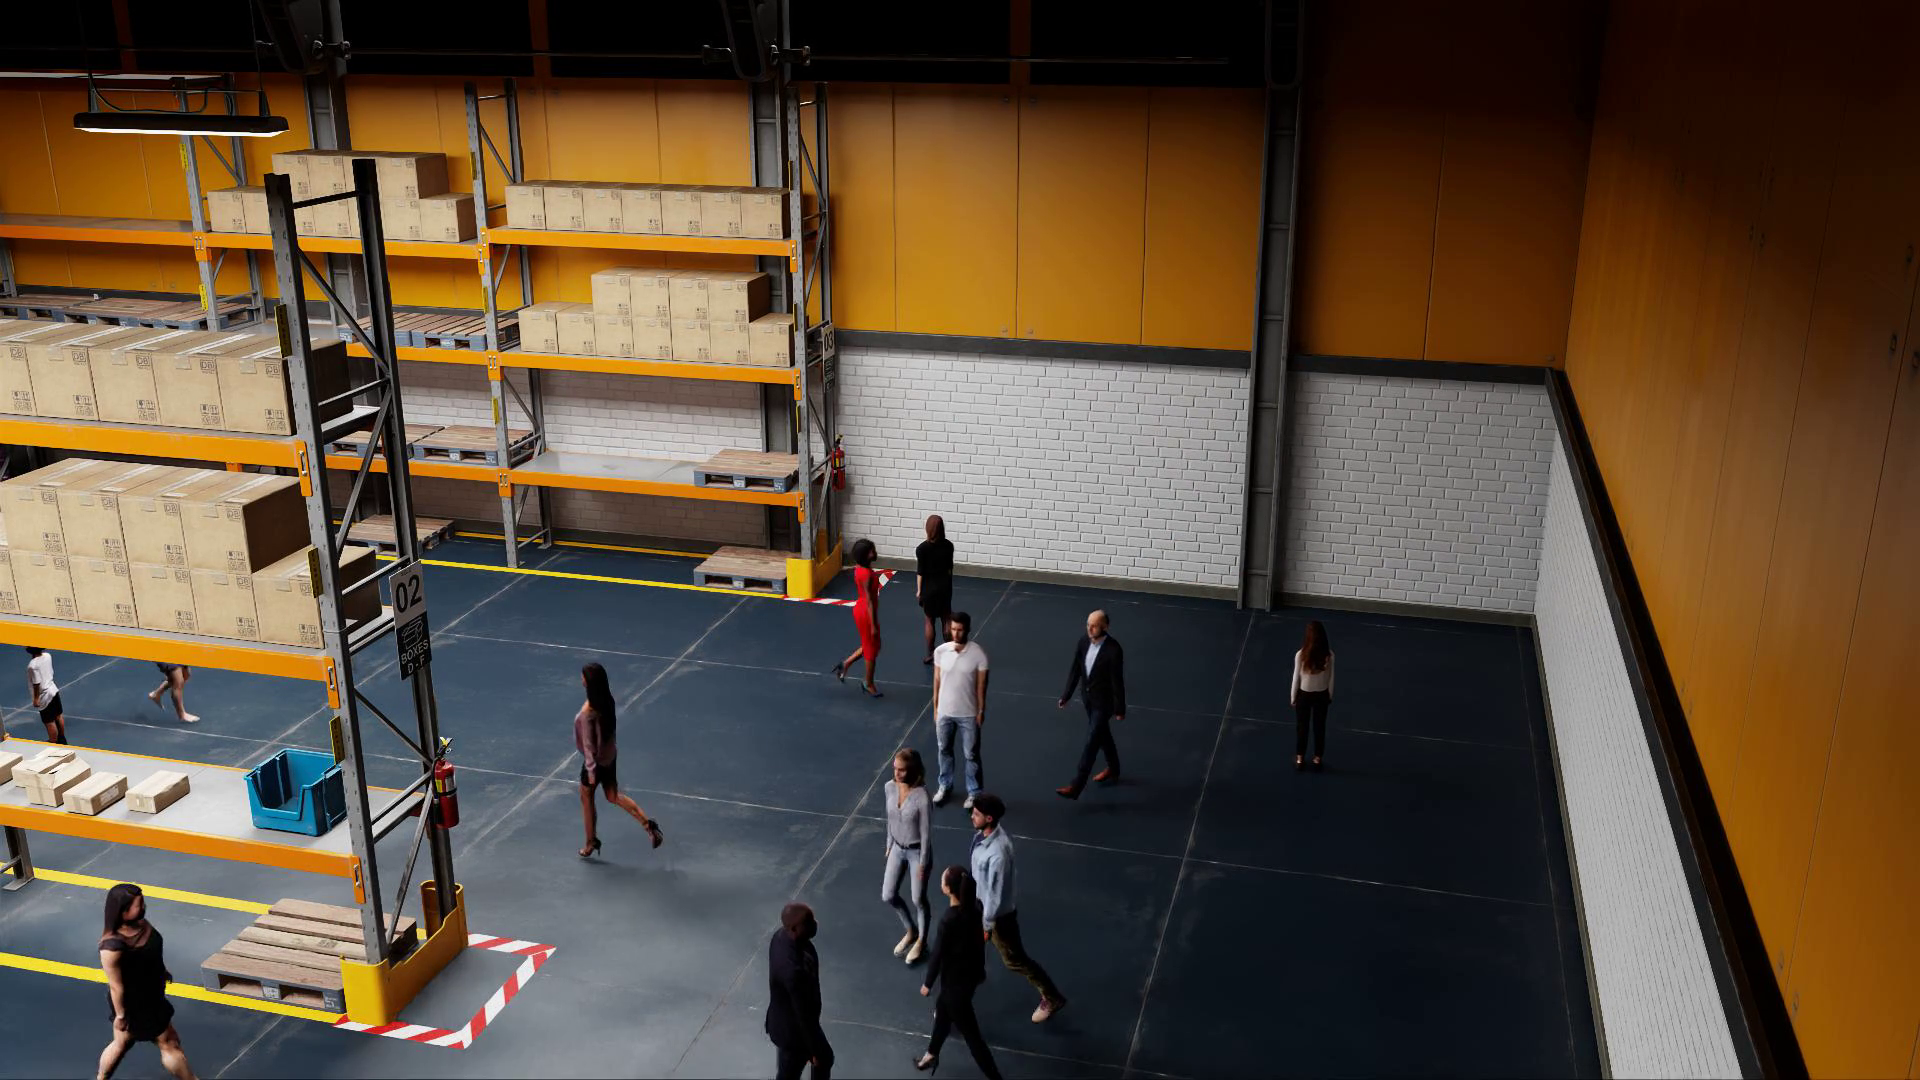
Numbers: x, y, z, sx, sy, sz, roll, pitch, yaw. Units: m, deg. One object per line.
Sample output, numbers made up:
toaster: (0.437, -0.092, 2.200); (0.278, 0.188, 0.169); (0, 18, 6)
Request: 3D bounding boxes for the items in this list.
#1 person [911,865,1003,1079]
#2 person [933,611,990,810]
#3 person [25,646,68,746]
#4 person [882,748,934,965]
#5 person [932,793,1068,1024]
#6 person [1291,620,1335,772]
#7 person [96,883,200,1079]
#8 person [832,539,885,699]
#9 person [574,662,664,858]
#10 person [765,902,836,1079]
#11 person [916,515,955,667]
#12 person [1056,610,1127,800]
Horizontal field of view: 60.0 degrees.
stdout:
person: (0.060, 2.954, 10.906); (1.097, 1.670, 0.785); (13, 23, 34)
person: (-0.003, 1.506, 14.913); (0.552, 1.857, 0.765); (8, 20, 23)
person: (-8.818, 1.448, 16.022); (0.548, 1.260, 0.540); (0, 19, 0)
person: (-0.323, 2.342, 12.549); (0.650, 1.781, 0.768); (12, 22, 32)
person: (0.338, 2.636, 11.700); (1.295, 1.766, 1.013); (-4, 19, -13)
person: (3.312, 1.468, 15.612); (0.483, 1.483, 0.641); (1, 19, 2)
person: (-5.415, 3.005, 10.752); (1.167, 1.672, 0.995); (-5, 19, -14)
person: (-1.034, 0.826, 17.127); (0.843, 1.732, 0.708); (-1, 19, -4)
person: (-2.916, 1.885, 13.889); (1.016, 1.792, 0.637); (5, 19, 15)
person: (-1.118, 3.064, 10.388); (0.991, 1.792, 0.875); (-1, 19, -3)
person: (-0.255, 0.539, 18.020); (0.629, 1.707, 0.713); (-8, 20, -23)
person: (1.325, 1.460, 15.205); (1.200, 1.757, 1.202); (-13, 23, -34)
